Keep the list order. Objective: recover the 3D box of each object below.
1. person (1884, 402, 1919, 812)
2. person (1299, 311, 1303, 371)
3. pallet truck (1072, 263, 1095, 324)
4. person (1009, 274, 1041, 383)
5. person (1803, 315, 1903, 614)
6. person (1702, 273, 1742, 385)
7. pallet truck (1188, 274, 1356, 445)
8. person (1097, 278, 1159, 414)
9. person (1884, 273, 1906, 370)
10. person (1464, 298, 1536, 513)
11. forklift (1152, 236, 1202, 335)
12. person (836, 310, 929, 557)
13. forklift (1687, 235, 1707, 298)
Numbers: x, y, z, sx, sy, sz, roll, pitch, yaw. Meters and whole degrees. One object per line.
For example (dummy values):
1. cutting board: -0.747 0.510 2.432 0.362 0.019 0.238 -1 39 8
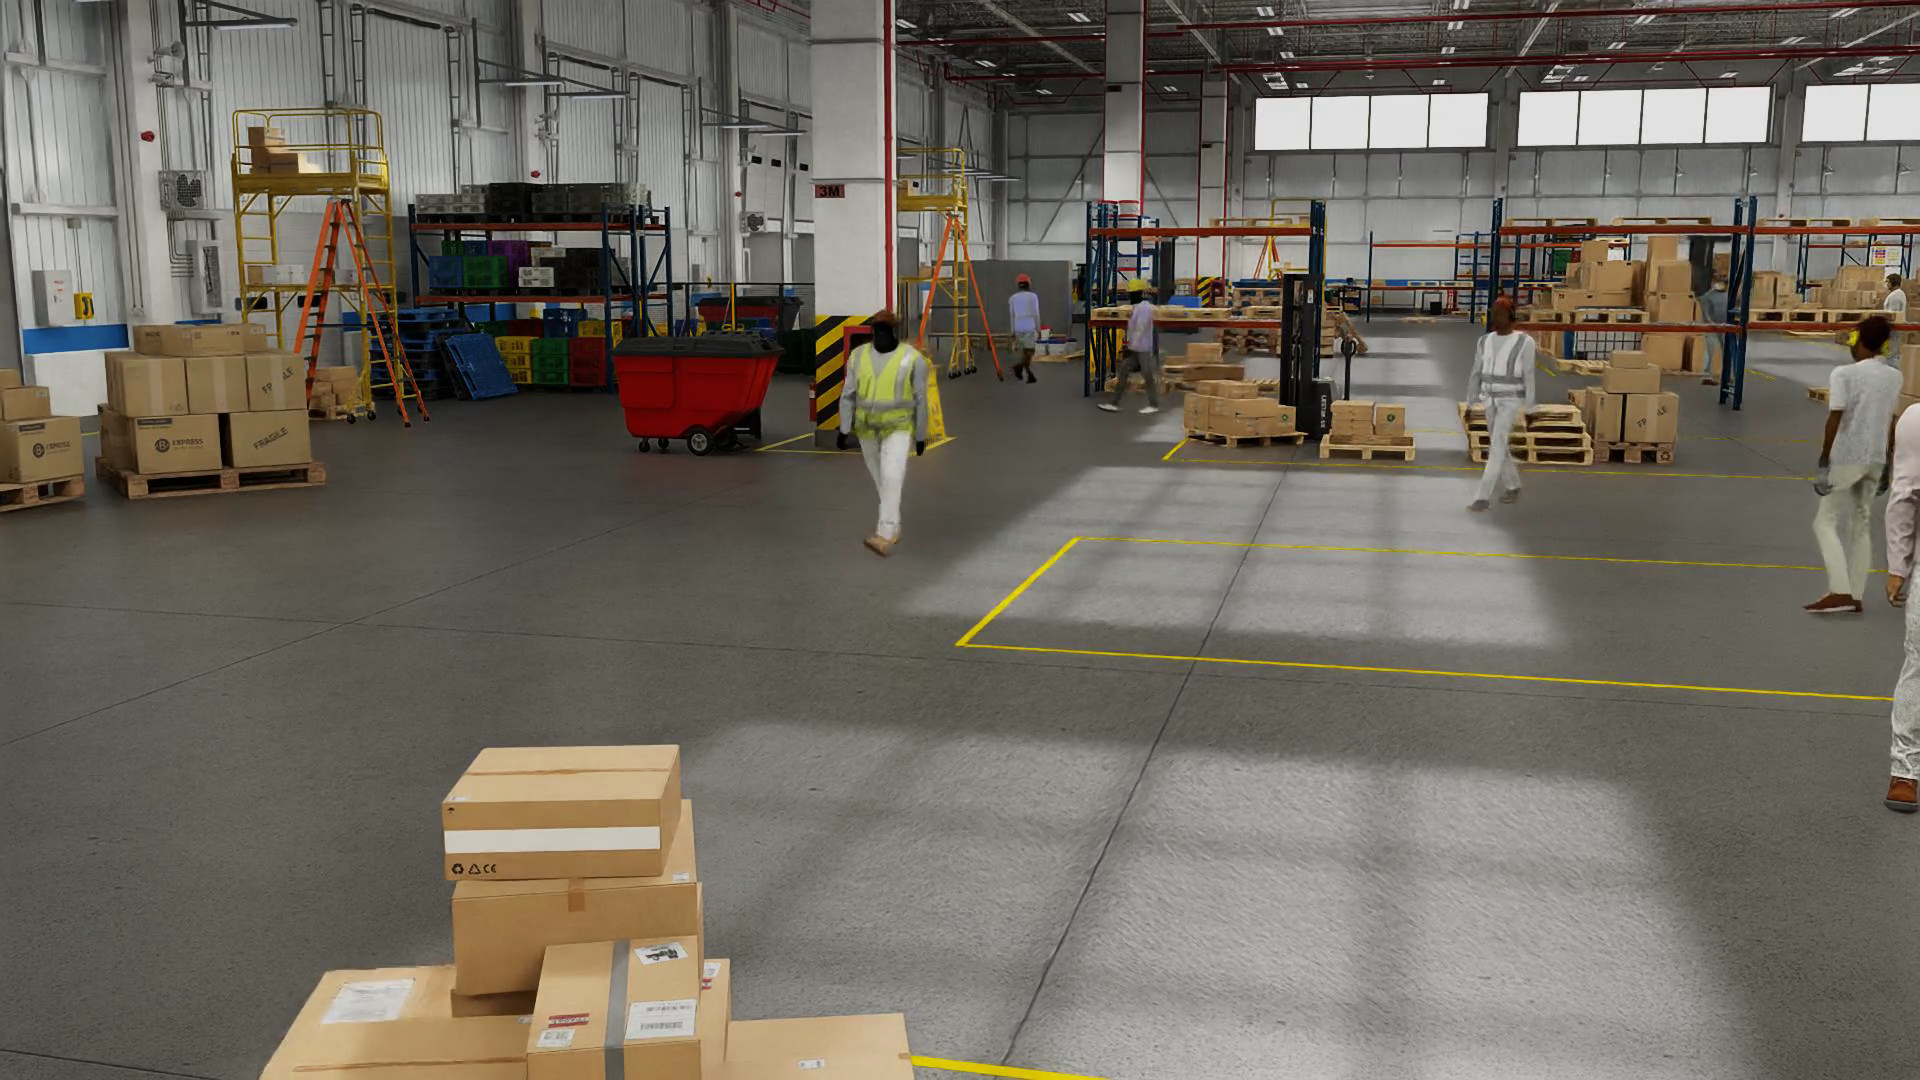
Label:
1. person: 3.940 0.120 6.469 0.630 1.940 0.373 4 10 21
2. person: 6.692 -4.091 31.853 0.320 1.739 0.484 8 13 40
3. pallet truck: 4.325 -8.180 55.162 0.823 1.965 1.885 6 11 31
4. person: 1.093 -3.649 28.756 0.601 1.900 0.652 5 11 29
5. person: 5.496 -0.449 10.157 0.575 1.831 0.494 -2 10 -12
6. person: 12.972 -3.576 28.305 0.669 1.919 0.407 3 10 18
7. pallet truck: 3.653 -2.138 19.590 1.885 1.965 0.823 -4 10 -20
8. person: 2.370 -2.676 23.106 0.966 1.872 0.587 -3 10 -18
9. person: 15.217 -3.384 27.144 0.373 1.932 0.622 6 11 32
10. person: 4.709 -1.177 14.475 0.974 1.846 0.583 -6 11 -32
11. forklift: 5.866 -7.214 46.878 1.873 2.768 1.129 2 10 14
12. person: -0.591 -0.787 12.251 0.631 1.784 0.978 4 10 21
13. forklift: 21.583 -7.555 48.888 1.873 2.768 1.129 2 10 14
